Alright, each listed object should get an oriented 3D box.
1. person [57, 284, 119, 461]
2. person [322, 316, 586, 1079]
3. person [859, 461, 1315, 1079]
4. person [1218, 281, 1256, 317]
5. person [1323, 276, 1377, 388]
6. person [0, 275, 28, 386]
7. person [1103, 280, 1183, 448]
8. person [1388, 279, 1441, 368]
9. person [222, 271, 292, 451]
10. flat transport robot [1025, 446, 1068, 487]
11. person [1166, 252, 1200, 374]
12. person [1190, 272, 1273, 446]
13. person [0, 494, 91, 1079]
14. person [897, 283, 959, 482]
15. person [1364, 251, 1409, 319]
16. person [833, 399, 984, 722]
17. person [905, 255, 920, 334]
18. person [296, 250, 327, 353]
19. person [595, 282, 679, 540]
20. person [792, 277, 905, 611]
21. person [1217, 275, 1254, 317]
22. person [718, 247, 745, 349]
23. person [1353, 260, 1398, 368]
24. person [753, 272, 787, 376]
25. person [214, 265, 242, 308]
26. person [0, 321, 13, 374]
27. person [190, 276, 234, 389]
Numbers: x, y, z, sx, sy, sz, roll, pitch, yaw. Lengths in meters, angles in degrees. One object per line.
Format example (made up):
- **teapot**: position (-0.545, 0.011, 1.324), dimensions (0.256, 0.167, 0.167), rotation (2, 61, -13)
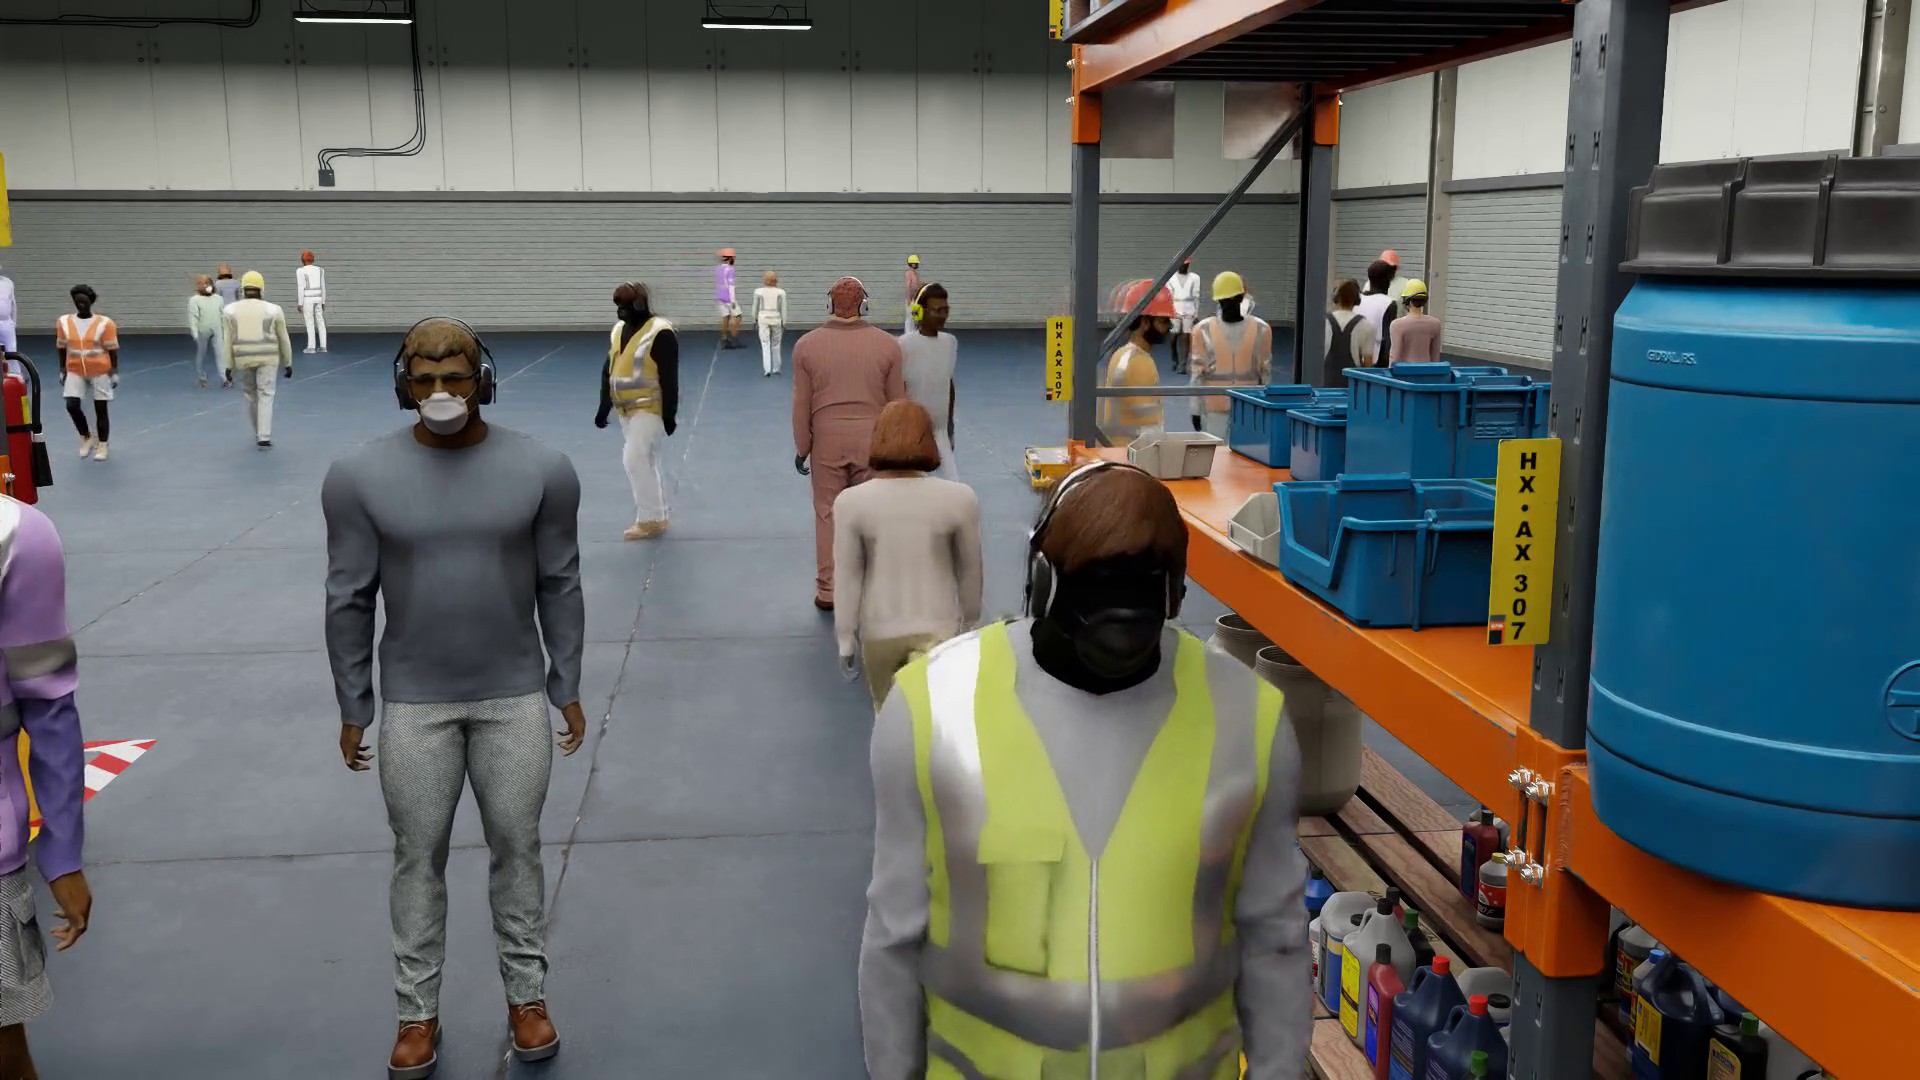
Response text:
- **person**: position (-8.278, -1.585, 15.811), dimensions (0.558, 1.681, 0.379), rotation (-2, 11, -12)
- **person**: position (-1.270, 0.402, 4.249), dimensions (0.635, 1.937, 0.352), rotation (-4, 11, -19)
- **person**: position (0.183, 0.792, 2.396), dimensions (0.655, 1.831, 0.435), rotation (0, 10, -2)
- **person**: position (3.512, -2.497, 21.045), dimensions (0.524, 1.618, 0.684), rotation (-1, 10, -6)
- **person**: position (2.981, -1.151, 13.057), dimensions (0.533, 1.829, 0.524), rotation (3, 11, 16)
- **person**: position (-13.573, -3.055, 23.427), dimensions (1.018, 1.854, 0.666), rotation (8, 13, 36)
- **person**: position (0.921, -0.342, 8.396), dimensions (0.527, 1.919, 0.561), rotation (1, 10, 3)
- **person**: position (3.947, -1.390, 14.548), dimensions (0.528, 1.767, 0.330), rotation (-4, 11, -21)
- **person**: position (-7.095, -1.818, 16.848), dimensions (0.620, 1.779, 0.925), rotation (-2, 10, -8)
- **flat transport robot**: position (0.932, -0.653, 14.606), dimensions (0.652, 0.197, 1.431), rotation (0, 10, -1)
- **person**: position (3.457, -3.536, 25.879), dimensions (0.543, 1.925, 0.466), rotation (2, 10, 9)
- **person**: position (1.986, -1.020, 12.198), dimensions (0.601, 1.892, 0.849), rotation (1, 10, 6)
- **person**: position (-1.907, 0.578, 2.997), dimensions (0.611, 2.042, 0.396), rotation (-4, 11, -20)
- **person**: position (-0.196, -0.663, 10.325), dimensions (0.524, 1.849, 0.396), rotation (-8, 13, -36)
- **person**: position (5.267, -2.569, 20.487), dimensions (0.660, 1.947, 0.975), rotation (1, 10, 5)
- **person**: position (-0.173, 0.318, 5.670), dimensions (0.497, 1.586, 0.873), rotation (1, 10, 5)
- **person**: position (-0.939, -4.857, 33.552), dimensions (0.315, 1.768, 0.525), rotation (4, 11, 21)
- **person**: position (-11.950, -4.387, 30.653), dimensions (0.337, 1.882, 0.585), rotation (6, 12, 31)
- **person**: position (-2.325, -0.907, 11.790), dimensions (0.615, 1.813, 0.618), rotation (-10, 14, -43)
- **person**: position (-0.632, -0.543, 9.515), dimensions (0.652, 1.906, 0.409), rotation (-1, 10, -5)
- **person**: position (3.807, -2.858, 23.021), dimensions (0.547, 1.595, 0.823), rotation (1, 10, 6)
- **person**: position (-4.324, -4.596, 31.672), dimensions (0.540, 1.923, 0.581), rotation (-7, 12, -33)
- **person**: position (3.818, -1.627, 15.432), dimensions (0.378, 1.917, 0.596), rotation (-6, 12, -30)
- **person**: position (-2.929, -3.330, 25.640), dimensions (0.520, 1.599, 0.847), rotation (-2, 10, -9)
- **person**: position (-13.030, -4.074, 29.625), dimensions (0.497, 1.633, 0.278), rotation (-9, 14, -42)
- **person**: position (-7.105, -1.006, 12.011), dimensions (0.560, 1.920, 0.566), rotation (-2, 11, -10)
- **person**: position (-10.588, -2.924, 23.447), dimensions (0.872, 1.583, 0.521), rotation (10, 14, 43)
